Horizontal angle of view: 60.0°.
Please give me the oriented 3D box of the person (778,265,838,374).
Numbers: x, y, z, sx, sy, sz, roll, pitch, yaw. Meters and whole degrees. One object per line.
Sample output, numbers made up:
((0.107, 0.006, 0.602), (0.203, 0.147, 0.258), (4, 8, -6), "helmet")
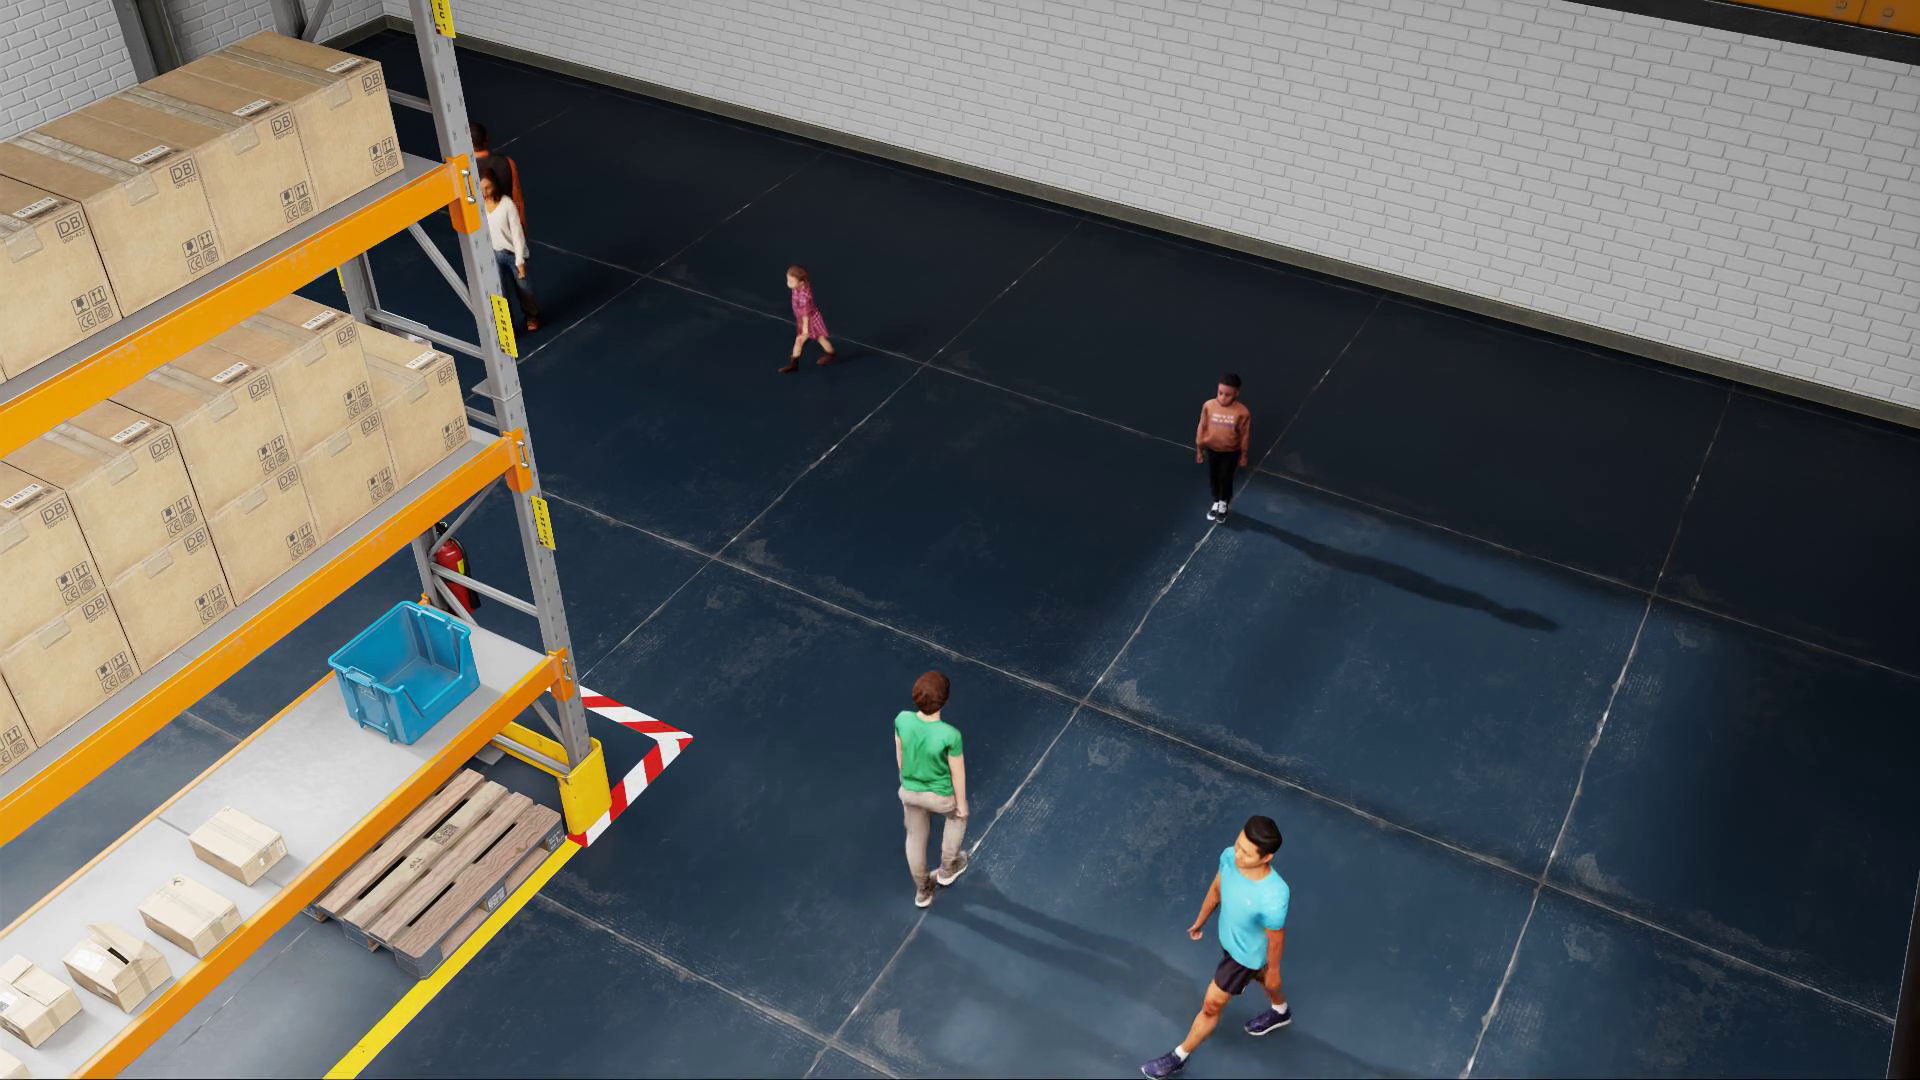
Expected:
((-1.211, -1.834, 13.733), (0.794, 0.990, 0.669), (-13, 40, -16), "person")

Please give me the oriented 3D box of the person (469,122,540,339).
((-3.878, -2.592, 13.946), (0.741, 1.908, 0.850), (-19, 42, -22), "person")

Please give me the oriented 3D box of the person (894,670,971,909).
((-0.195, 1.428, 9.124), (0.649, 1.644, 0.714), (15, 41, 18), "person")

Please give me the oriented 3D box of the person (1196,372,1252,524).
((1.946, -0.709, 12.120), (0.534, 1.245, 0.490), (18, 42, 21), "person")

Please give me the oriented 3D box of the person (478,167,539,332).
((-3.786, -2.407, 13.931), (0.929, 1.638, 1.167), (1, 39, 2), "person")

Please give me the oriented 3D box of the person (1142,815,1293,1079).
((1.500, 2.001, 8.346), (1.216, 1.721, 1.089), (-14, 41, -17), "person")
